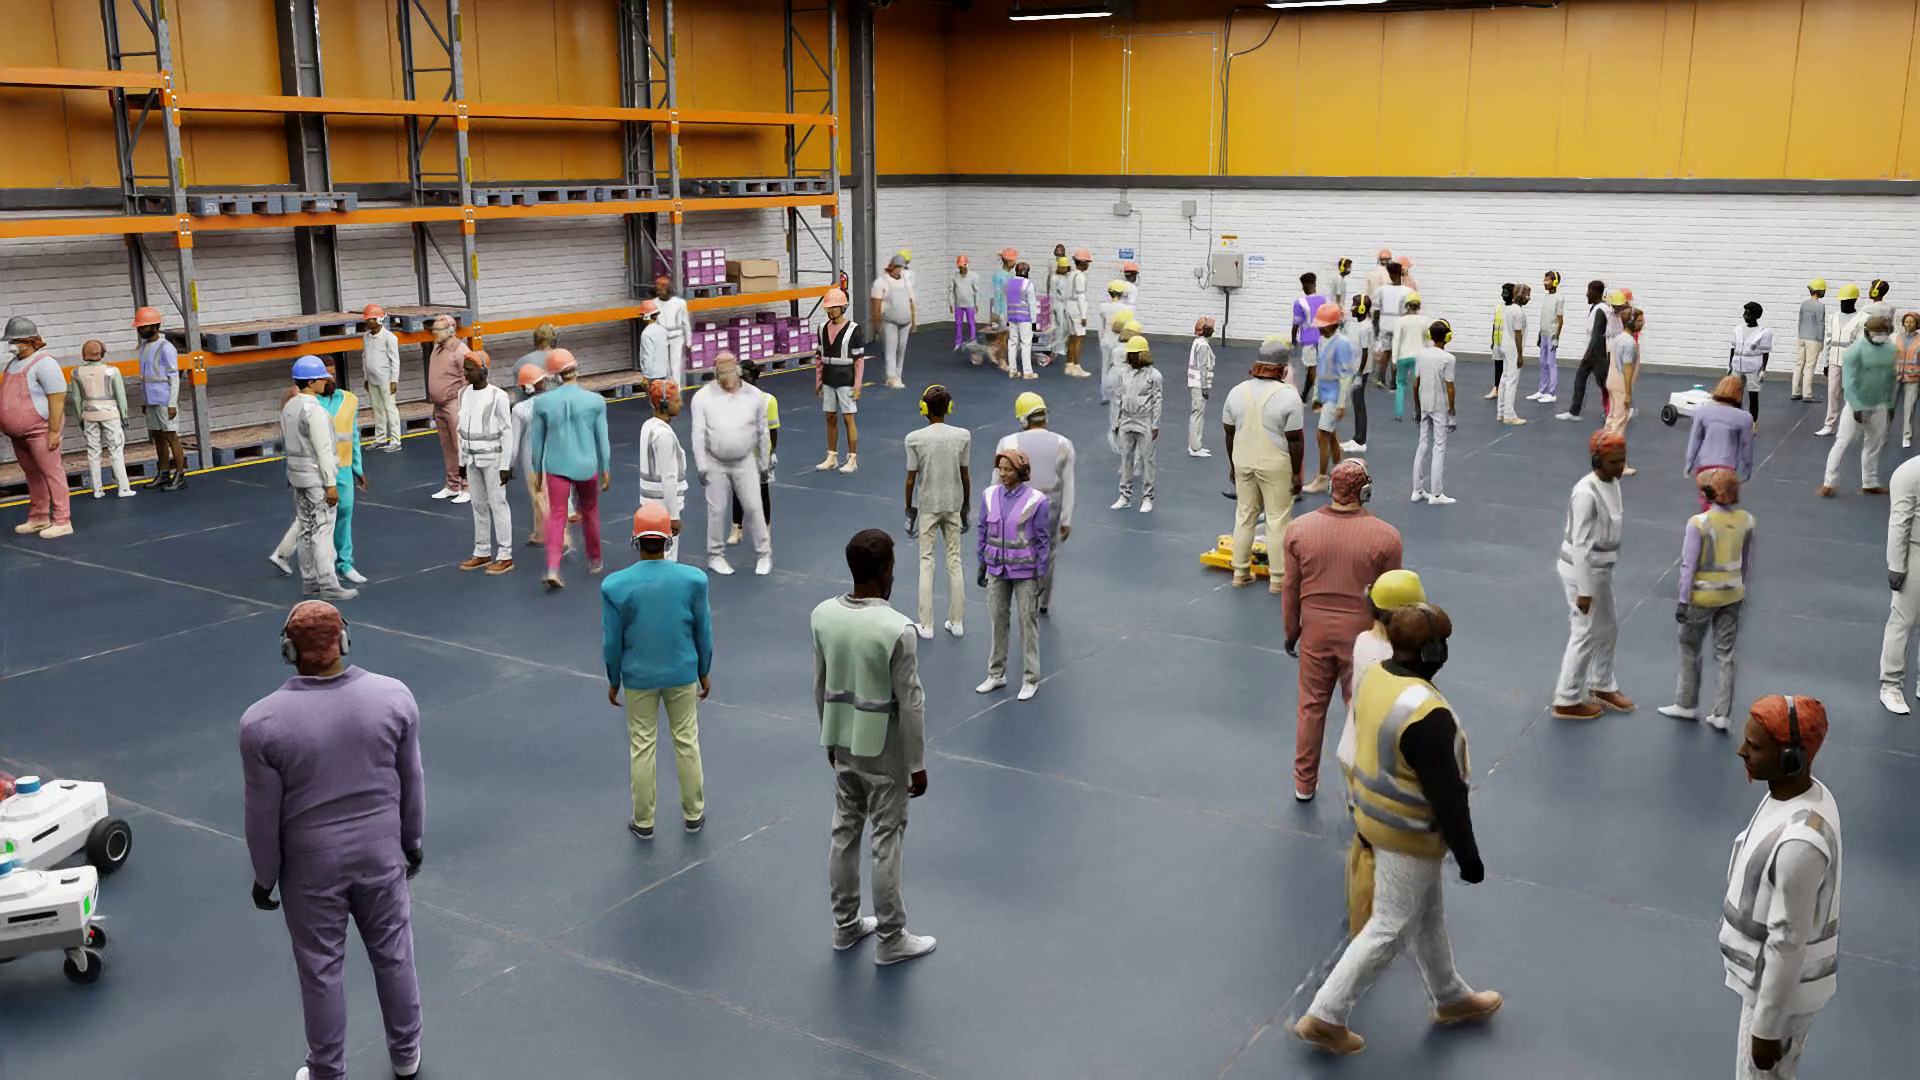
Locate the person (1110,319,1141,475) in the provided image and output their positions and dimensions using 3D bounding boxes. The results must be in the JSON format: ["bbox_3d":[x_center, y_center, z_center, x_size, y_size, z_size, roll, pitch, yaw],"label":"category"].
[{"bbox_3d":[1.877,-1.574,18.375,0.522,1.695,0.518,-7,15,-27],"label":"person"}]

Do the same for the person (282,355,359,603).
[{"bbox_3d":[-5.066,-0.478,13.083,0.612,1.947,0.388,13,18,43],"label":"person"}]

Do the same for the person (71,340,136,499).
[{"bbox_3d":[-8.775,-1.228,17.018,0.511,1.638,0.307,-1,13,-6],"label":"person"}]

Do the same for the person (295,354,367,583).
[{"bbox_3d":[-5.136,-0.563,13.519,0.372,1.914,0.597,10,17,38],"label":"person"}]

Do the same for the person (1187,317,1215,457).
[{"bbox_3d":[2.819,-1.791,19.481,0.314,1.633,0.519,1,13,3],"label":"person"}]

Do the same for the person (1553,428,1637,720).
[{"bbox_3d":[3.960,0.223,10.268,0.478,1.866,0.706,9,16,34],"label":"person"}]

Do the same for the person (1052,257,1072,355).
[{"bbox_3d":[1.841,-4.140,29.446,0.501,1.727,0.380,-10,16,-36],"label":"person"}]

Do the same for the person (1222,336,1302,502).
[{"bbox_3d":[3.115,-1.194,16.702,0.878,1.712,0.524,-8,15,-30],"label":"person"}]

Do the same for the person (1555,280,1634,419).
[{"bbox_3d":[8.487,-2.493,21.992,0.934,1.881,0.627,3,13,12],"label":"person"}]

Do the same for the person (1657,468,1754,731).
[{"bbox_3d":[4.583,0.356,10.176,0.559,1.627,0.470,-5,14,-19],"label":"person"}]

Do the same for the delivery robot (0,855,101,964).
[{"bbox_3d":[-4.037,1.574,7.030,0.707,0.478,0.477,-5,14,-23],"label":"delivery robot"}]

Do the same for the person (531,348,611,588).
[{"bbox_3d":[-3.184,-0.596,13.634,0.643,1.942,0.959,-2,13,-10],"label":"person"}]

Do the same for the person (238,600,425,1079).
[{"bbox_3d":[-2.297,1.146,6.142,0.638,1.903,0.408,-9,16,-35],"label":"person"}]

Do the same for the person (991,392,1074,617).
[{"bbox_3d":[0.531,-0.202,12.278,0.583,1.776,0.893,-2,13,-10],"label":"person"}]

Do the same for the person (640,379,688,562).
[{"bbox_3d":[-2.163,-0.238,12.180,0.342,1.882,0.579,-5,14,-22],"label":"person"}]

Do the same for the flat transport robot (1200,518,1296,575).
[{"bbox_3d":[2.769,0.037,14.520,0.652,0.197,1.431,11,17,40],"label":"flat transport robot"}]

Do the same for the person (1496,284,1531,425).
[{"bbox_3d":[7.264,-2.431,21.794,0.343,1.840,0.507,0,13,0],"label":"person"}]

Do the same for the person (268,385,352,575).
[{"bbox_3d":[-5.543,-0.527,14.029,0.500,1.606,0.774,12,17,41],"label":"person"}]

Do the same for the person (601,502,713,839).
[{"bbox_3d":[-1.545,0.668,8.535,0.559,1.752,0.325,-4,14,-17],"label":"person"}]

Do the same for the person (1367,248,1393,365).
[{"bbox_3d":[7.047,-3.869,27.747,0.621,1.965,0.661,10,16,37],"label":"person"}]

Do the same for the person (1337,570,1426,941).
[{"bbox_3d":[1.834,0.966,7.263,0.370,1.749,0.528,0,13,2],"label":"person"}]

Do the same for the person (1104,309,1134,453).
[{"bbox_3d":[1.855,-1.838,19.485,0.483,1.724,0.530,10,16,38],"label":"person"}]

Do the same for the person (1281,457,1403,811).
[{"bbox_3d":[2.052,0.503,8.916,0.651,1.907,0.409,6,14,26],"label":"person"}]

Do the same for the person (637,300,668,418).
[{"bbox_3d":[-3.766,-2.052,20.336,0.341,1.749,0.572,3,13,12],"label":"person"}]

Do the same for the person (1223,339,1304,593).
[{"bbox_3d":[2.493,-0.605,13.428,0.688,2.000,0.536,11,17,39],"label":"person"}]

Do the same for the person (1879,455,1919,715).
[{"bbox_3d":[6.138,0.149,10.450,0.641,1.912,0.410,-2,13,-10],"label":"person"}]

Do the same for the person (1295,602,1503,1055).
[{"bbox_3d":[1.755,1.122,6.481,0.871,1.807,0.640,-1,13,-3],"label":"person"}]

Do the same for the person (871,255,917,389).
[{"bbox_3d":[-0.961,-3.362,25.389,0.756,2.000,0.712,-11,17,-40],"label":"person"}]

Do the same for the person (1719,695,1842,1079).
[{"bbox_3d":[2.532,1.381,5.182,0.344,1.879,0.581,6,14,25],"label":"person"}]

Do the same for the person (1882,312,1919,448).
[{"bbox_3d":[11.408,-1.938,20.086,0.514,1.641,0.315,10,17,38],"label":"person"}]

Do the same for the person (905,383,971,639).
[{"bbox_3d":[-0.161,-0.205,12.107,0.501,1.862,0.327,-3,13,-13],"label":"person"}]

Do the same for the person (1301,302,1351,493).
[{"bbox_3d":[3.817,-1.478,17.294,0.507,2.004,0.660,-2,13,-7],"label":"person"}]

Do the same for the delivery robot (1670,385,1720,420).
[{"bbox_3d":[9.516,-1.759,21.487,0.477,0.478,0.707,-3,13,-12],"label":"delivery robot"}]

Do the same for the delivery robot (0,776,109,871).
[{"bbox_3d":[-4.416,1.367,7.925,0.477,0.478,0.707,2,13,10],"label":"delivery robot"}]

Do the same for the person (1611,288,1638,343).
[{"bbox_3d":[8.950,-2.552,22.542,0.403,1.732,0.592,-4,13,-15],"label":"person"}]

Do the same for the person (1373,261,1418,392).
[{"bbox_3d":[6.479,-3.150,24.688,0.647,1.943,0.442,11,17,39],"label":"person"}]

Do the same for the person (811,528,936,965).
[{"bbox_3d":[-0.391,0.894,7.196,0.593,1.920,0.391,10,17,38],"label":"person"}]
